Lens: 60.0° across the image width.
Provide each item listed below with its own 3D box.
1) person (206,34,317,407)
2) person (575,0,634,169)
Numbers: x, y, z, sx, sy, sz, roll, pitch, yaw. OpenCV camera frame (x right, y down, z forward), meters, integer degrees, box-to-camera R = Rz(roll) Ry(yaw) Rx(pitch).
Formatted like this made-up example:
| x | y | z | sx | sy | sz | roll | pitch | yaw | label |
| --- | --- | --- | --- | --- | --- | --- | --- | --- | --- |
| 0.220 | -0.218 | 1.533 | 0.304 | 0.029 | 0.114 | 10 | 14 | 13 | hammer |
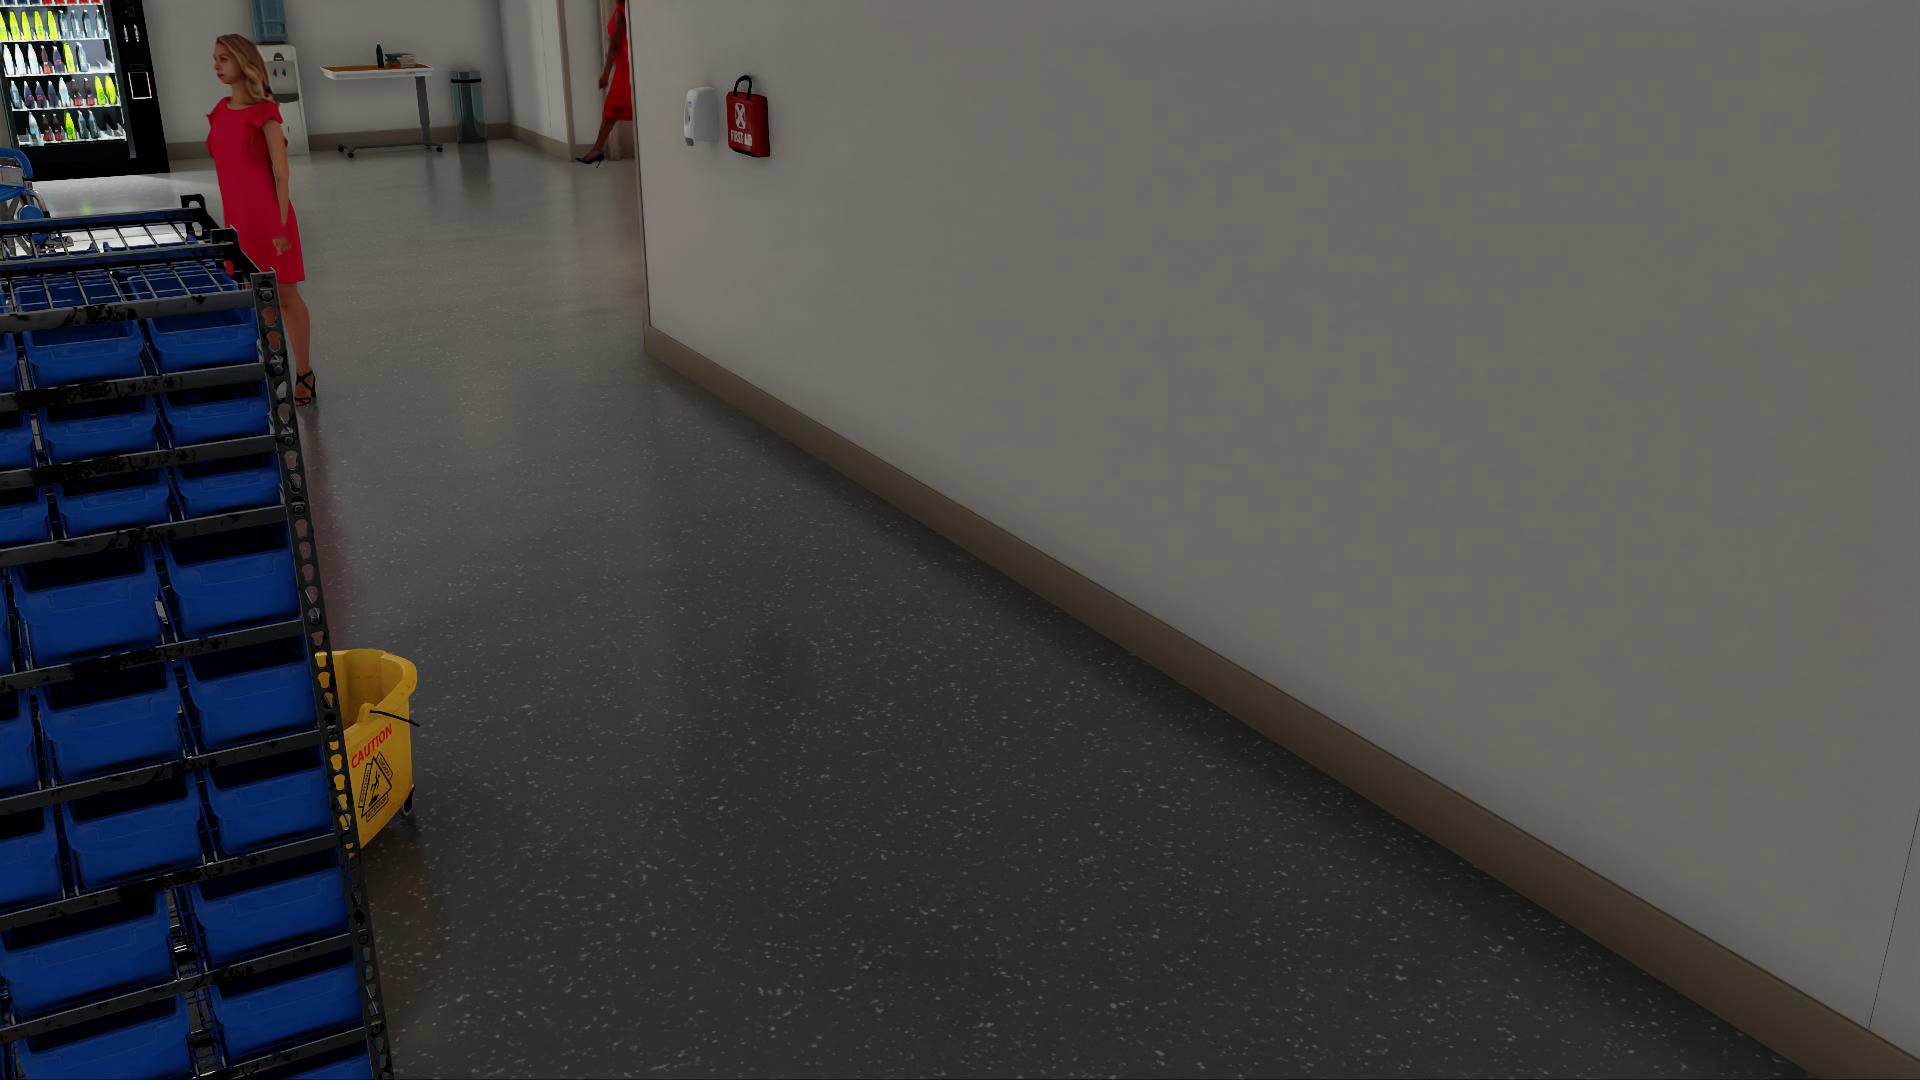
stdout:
| x | y | z | sx | sy | sz | roll | pitch | yaw | label |
| --- | --- | --- | --- | --- | --- | --- | --- | --- | --- |
| -3.294 | -1.503 | 7.855 | 0.661 | 1.729 | 0.697 | 10 | 23 | 24 | person |
| -2.856 | -4.100 | 14.745 | 1.148 | 1.705 | 0.801 | -4 | 21 | -12 | person |
